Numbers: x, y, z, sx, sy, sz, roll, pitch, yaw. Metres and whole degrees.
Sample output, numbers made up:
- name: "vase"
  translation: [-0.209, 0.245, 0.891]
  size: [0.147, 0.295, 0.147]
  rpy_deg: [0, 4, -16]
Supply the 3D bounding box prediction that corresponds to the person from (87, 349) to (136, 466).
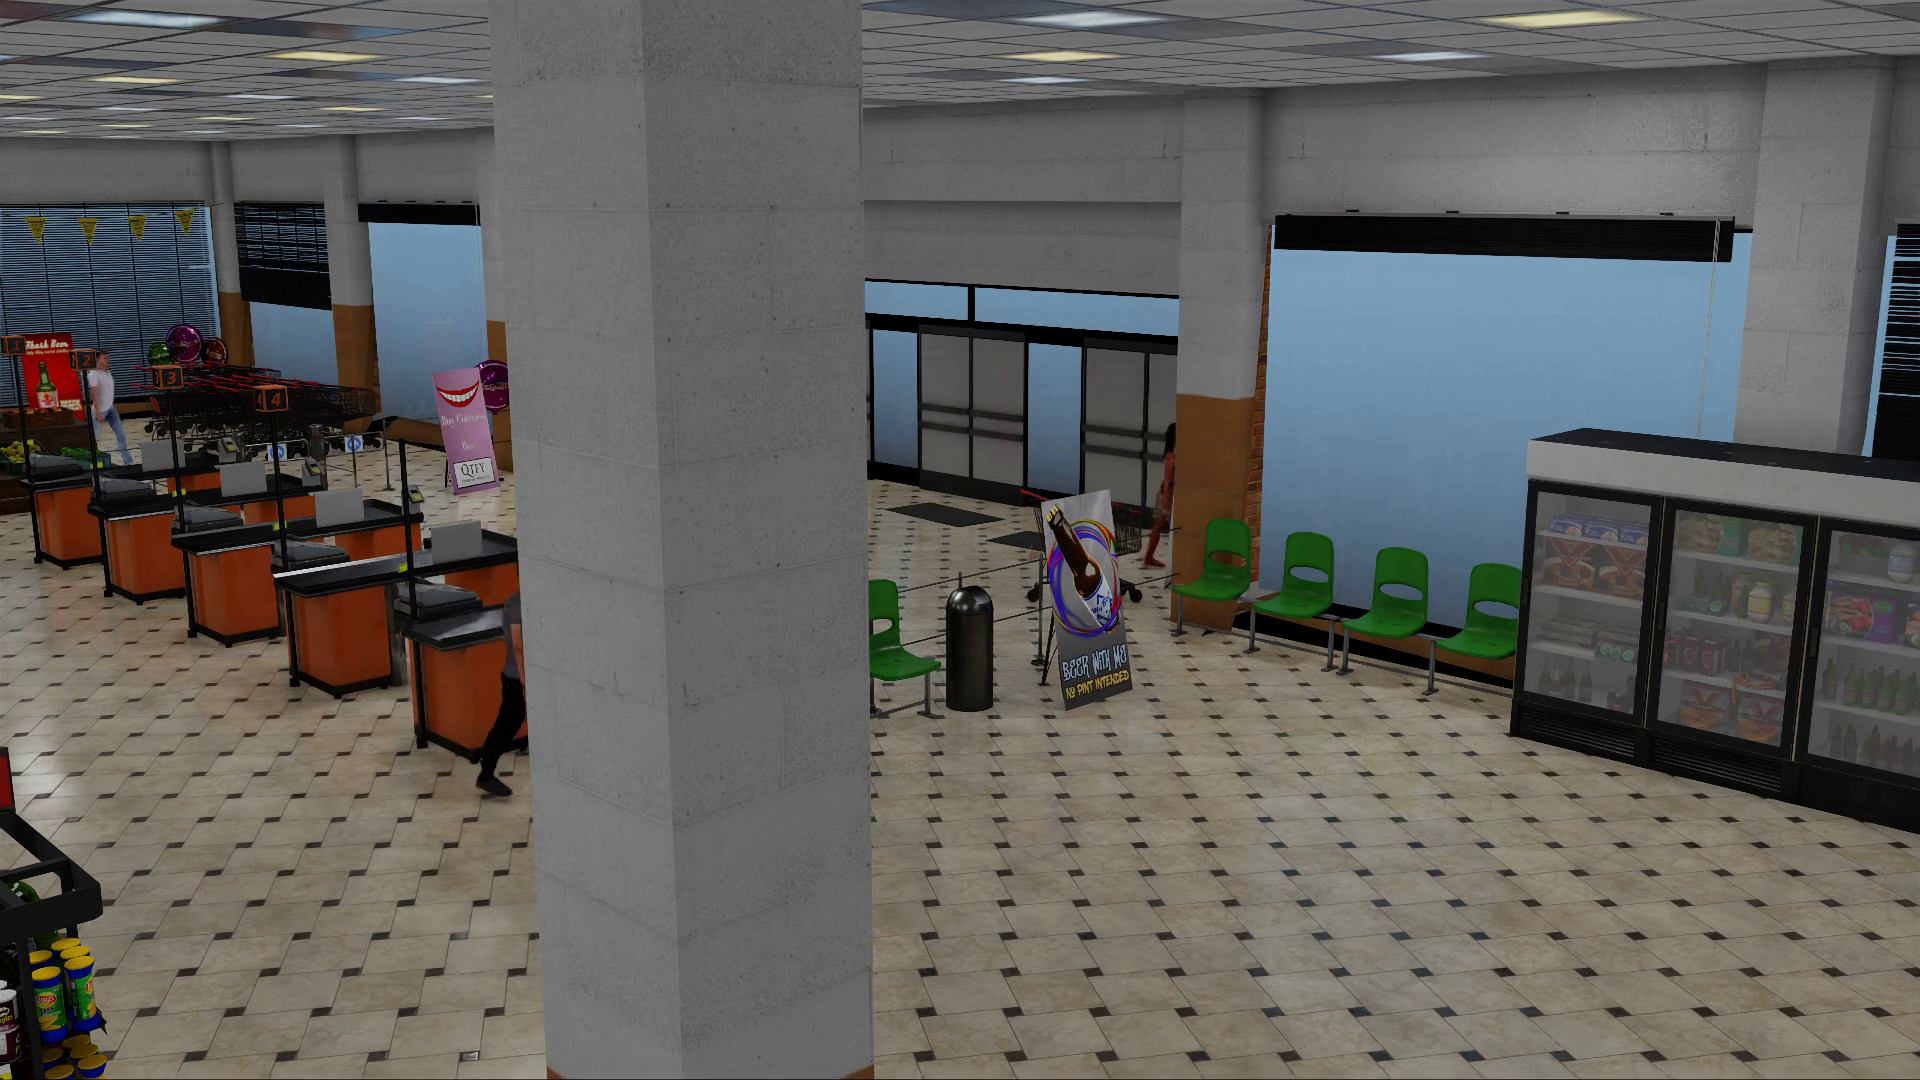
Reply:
- name: "person"
  translation: [-12.709, -1.880, 24.474]
  size: [1.235, 1.815, 1.203]
  rpy_deg: [0, 12, 1]
